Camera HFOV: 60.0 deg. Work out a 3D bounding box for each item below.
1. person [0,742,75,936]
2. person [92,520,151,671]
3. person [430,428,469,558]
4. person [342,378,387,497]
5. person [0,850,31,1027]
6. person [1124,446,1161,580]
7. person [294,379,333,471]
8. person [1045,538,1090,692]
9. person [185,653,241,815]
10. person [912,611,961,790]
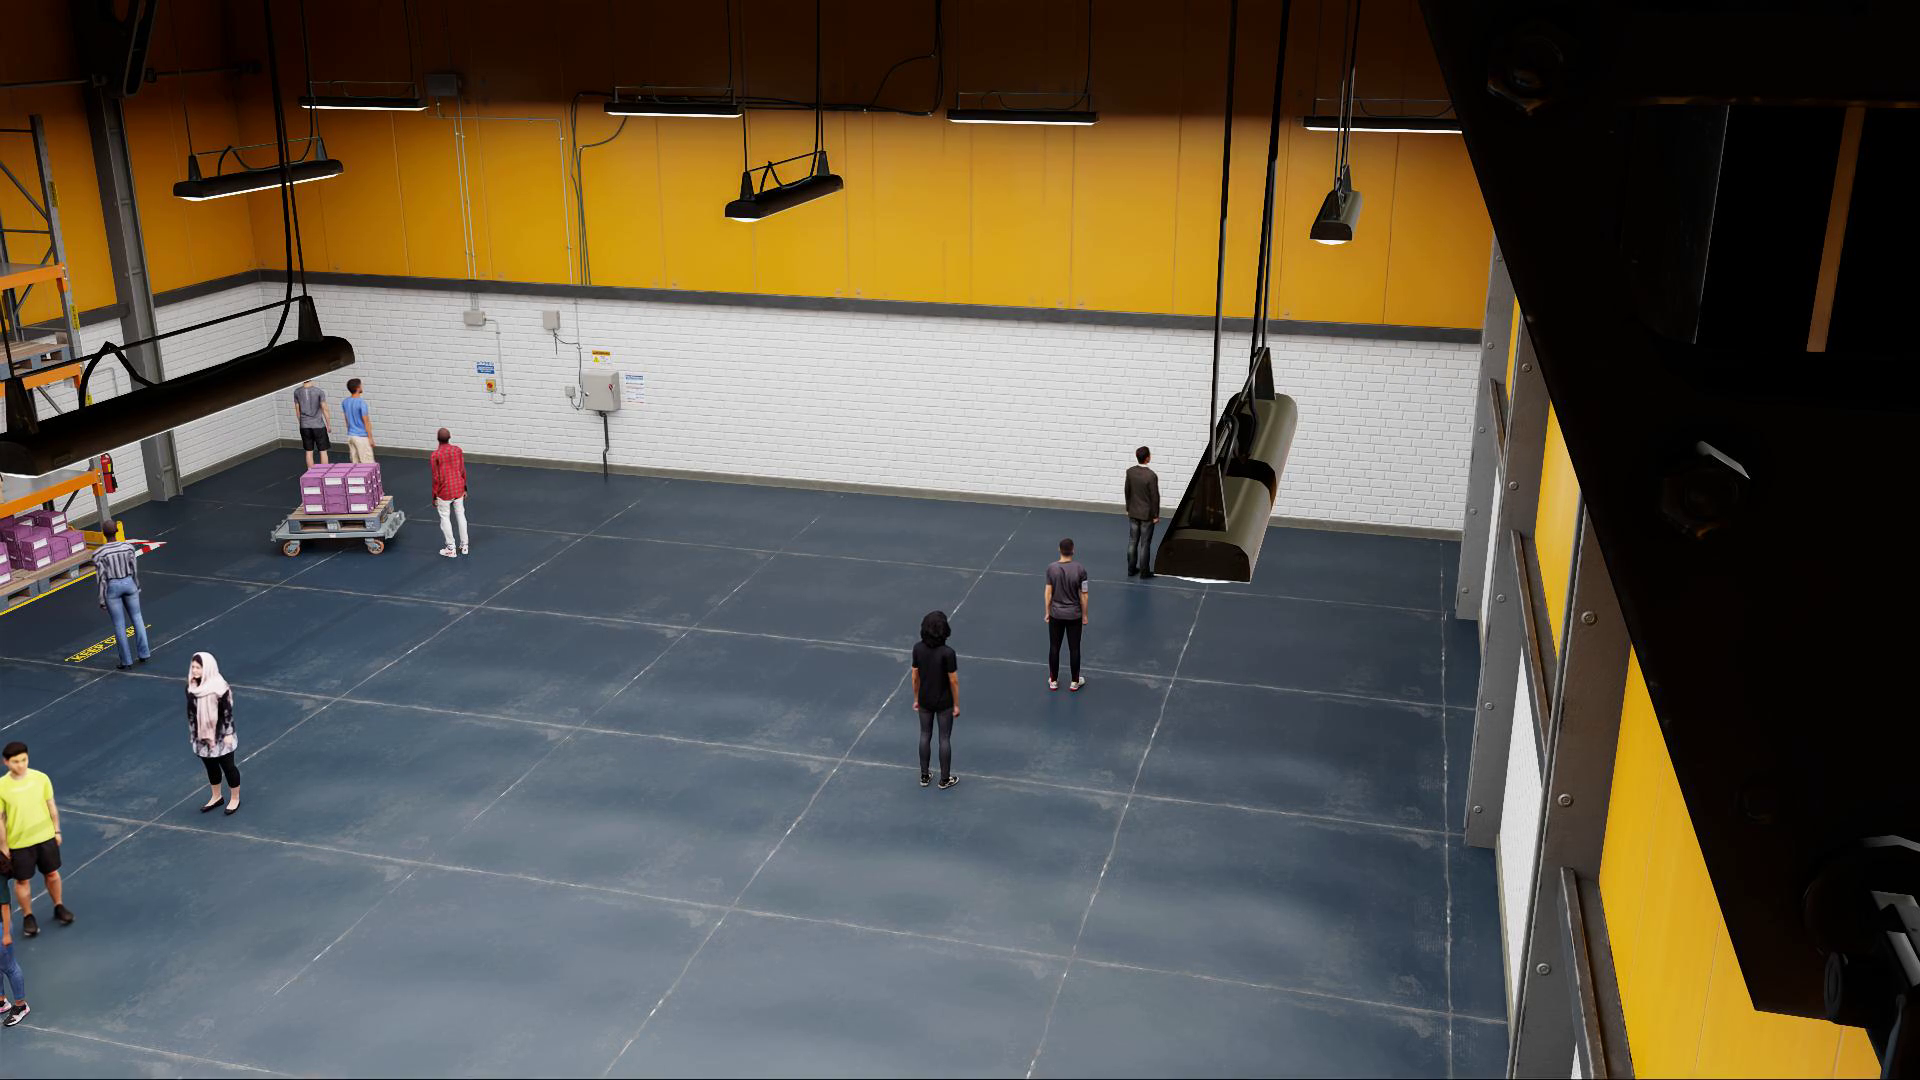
[{"bbox_3d":[-7.784,2.455,13.897,0.648,1.707,0.751,-16,24,-39],"label":"person"},{"bbox_3d":[-9.677,0.625,19.193,0.756,1.796,0.615,15,24,37],"label":"person"},{"bbox_3d":[-7.070,-0.679,23.029,0.695,1.819,0.814,-17,25,-41],"label":"person"},{"bbox_3d":[-9.252,-1.570,25.607,0.708,1.863,0.654,10,21,26],"label":"person"},{"bbox_3d":[-7.383,2.919,12.660,0.597,1.617,0.590,6,19,17],"label":"person"},{"bbox_3d":[2.424,-0.380,22.161,0.755,1.805,0.712,16,24,39],"label":"person"},{"bbox_3d":[-10.239,-1.805,26.290,0.709,1.871,0.629,0,19,0],"label":"person"},{"bbox_3d":[1.177,0.830,18.635,0.652,1.763,0.544,3,19,10],"label":"person"},{"bbox_3d":[-7.125,1.826,15.876,0.619,1.636,0.602,4,19,13],"label":"person"},{"bbox_3d":[-0.248,1.559,16.358,0.667,1.835,0.554,8,20,22],"label":"person"}]
